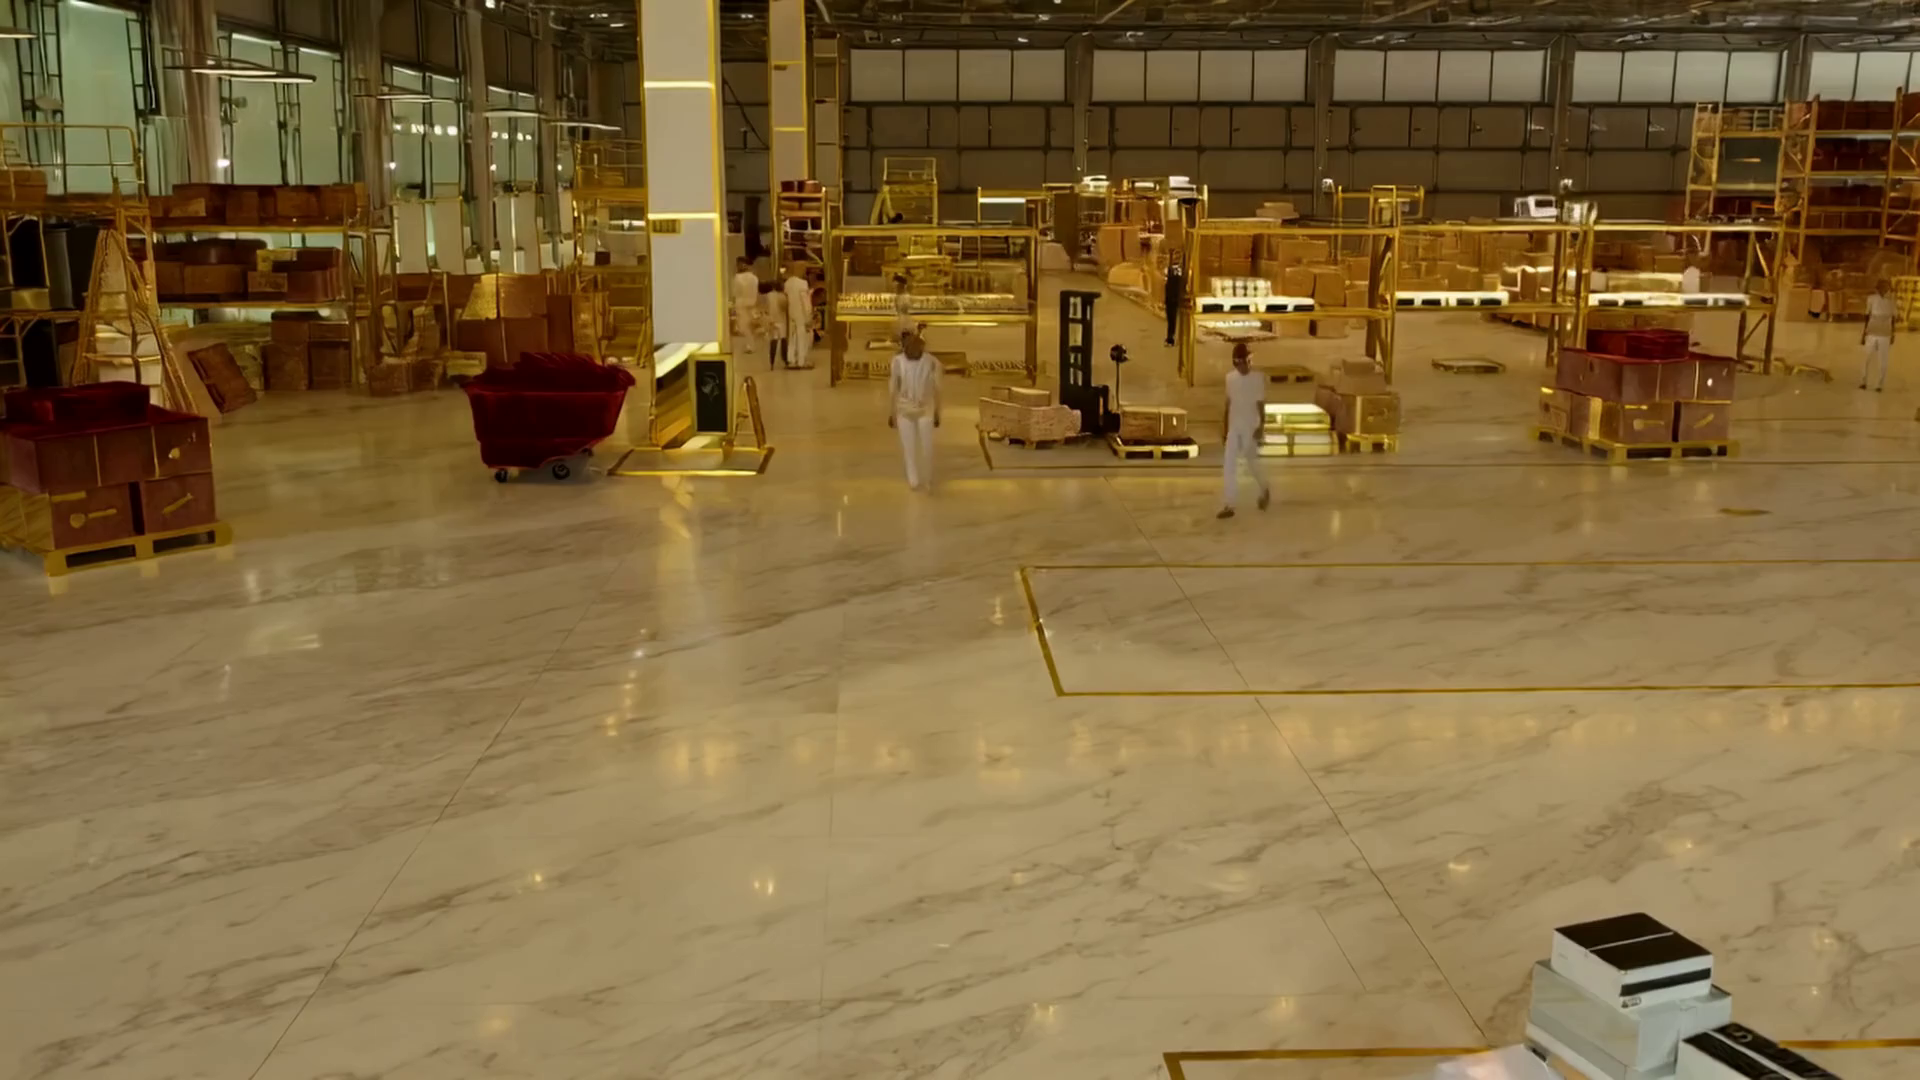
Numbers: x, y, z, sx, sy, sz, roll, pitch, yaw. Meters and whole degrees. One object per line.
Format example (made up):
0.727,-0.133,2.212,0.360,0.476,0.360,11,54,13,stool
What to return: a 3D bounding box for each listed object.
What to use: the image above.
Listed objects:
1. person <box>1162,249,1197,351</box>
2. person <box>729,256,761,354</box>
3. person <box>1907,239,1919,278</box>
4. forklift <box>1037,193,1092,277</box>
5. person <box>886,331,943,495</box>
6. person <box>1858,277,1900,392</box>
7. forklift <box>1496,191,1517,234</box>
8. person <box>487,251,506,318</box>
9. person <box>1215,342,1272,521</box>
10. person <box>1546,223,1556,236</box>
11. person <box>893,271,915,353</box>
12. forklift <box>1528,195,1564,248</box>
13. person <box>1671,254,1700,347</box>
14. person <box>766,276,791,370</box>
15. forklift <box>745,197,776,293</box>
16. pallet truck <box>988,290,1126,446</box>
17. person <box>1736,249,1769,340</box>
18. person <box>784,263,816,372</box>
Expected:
4.358,-4.807,33.338,0.682,2.000,0.537,7,14,29,person
-4.316,-4.662,32.973,0.628,1.904,0.695,-10,16,-38,person
23.906,-6.589,41.551,0.625,1.952,0.924,-7,14,-28,person
3.432,-10.377,56.574,1.873,2.768,1.129,-5,13,-20,forklift
-0.506,-1.398,18.445,0.621,1.826,0.452,2,13,7,person
15.038,-3.361,27.228,0.334,1.860,0.509,-12,17,-43,person
20.629,-11.779,62.901,1.873,2.768,1.129,0,12,-2,forklift
-11.425,-6.266,40.864,0.524,1.632,0.323,12,17,43,person
2.978,-1.146,17.260,0.526,1.843,0.817,11,17,41,person
18.885,-9.113,53.002,0.545,1.942,0.349,3,13,13,person
-0.950,-3.540,27.880,0.384,1.922,0.594,3,13,14,person
18.570,-9.558,52.874,1.129,2.768,1.873,-1,13,-3,forklift
14.804,-4.912,34.123,0.961,1.896,0.659,6,14,25,person
-3.267,-3.923,30.121,0.540,1.699,0.316,8,15,32,person
-6.030,-8.607,48.580,1.873,2.768,1.129,0,12,-2,forklift
1.257,-2.299,22.111,1.885,1.965,0.823,-9,15,-35,pallet truck
16.931,-5.243,35.588,0.646,1.924,0.477,5,13,21,person
-2.891,-4.004,29.955,0.627,1.934,0.371,12,17,43,person
